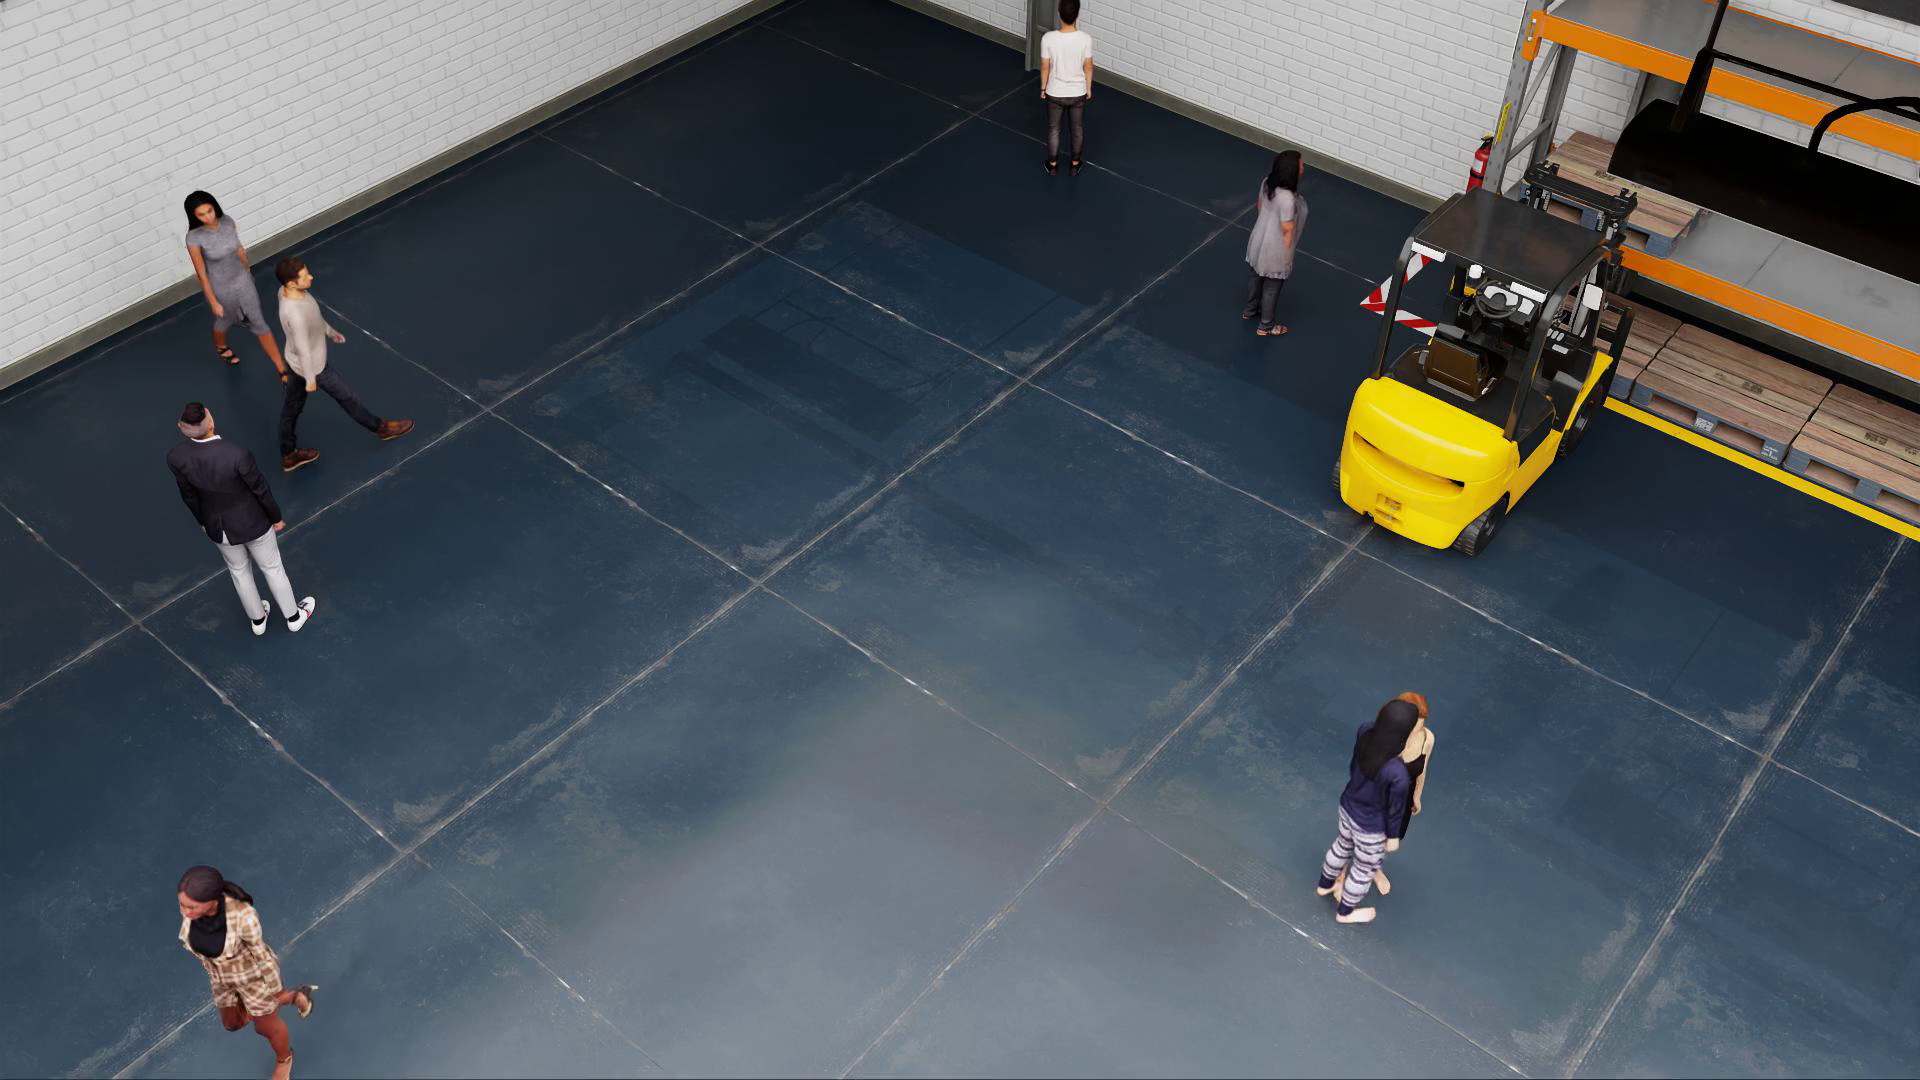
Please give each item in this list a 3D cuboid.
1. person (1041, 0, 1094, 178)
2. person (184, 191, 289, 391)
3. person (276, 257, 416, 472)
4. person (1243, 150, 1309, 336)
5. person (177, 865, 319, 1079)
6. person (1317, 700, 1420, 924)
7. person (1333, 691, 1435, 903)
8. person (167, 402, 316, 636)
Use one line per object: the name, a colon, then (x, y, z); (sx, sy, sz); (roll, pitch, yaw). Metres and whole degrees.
person: (0.957, -4.090, 15.024); (0.682, 1.721, 0.762); (0, 44, 0)
person: (-5.675, -1.947, 12.772); (1.121, 1.726, 0.630); (24, 49, 23)
person: (-4.769, -1.225, 11.963); (0.968, 1.794, 1.237); (-25, 49, -24)
person: (2.510, -2.395, 13.325); (0.814, 1.610, 0.739); (-14, 45, -14)
person: (-3.578, 2.148, 8.432); (0.804, 1.782, 0.802); (13, 45, 13)
person: (2.241, 1.491, 9.161); (0.746, 1.727, 0.632); (-13, 45, -13)
person: (2.377, 1.419, 9.310); (0.678, 1.626, 0.729); (-7, 44, -8)
person: (-4.669, -0.148, 10.720); (0.779, 1.949, 0.850); (-2, 44, -2)
